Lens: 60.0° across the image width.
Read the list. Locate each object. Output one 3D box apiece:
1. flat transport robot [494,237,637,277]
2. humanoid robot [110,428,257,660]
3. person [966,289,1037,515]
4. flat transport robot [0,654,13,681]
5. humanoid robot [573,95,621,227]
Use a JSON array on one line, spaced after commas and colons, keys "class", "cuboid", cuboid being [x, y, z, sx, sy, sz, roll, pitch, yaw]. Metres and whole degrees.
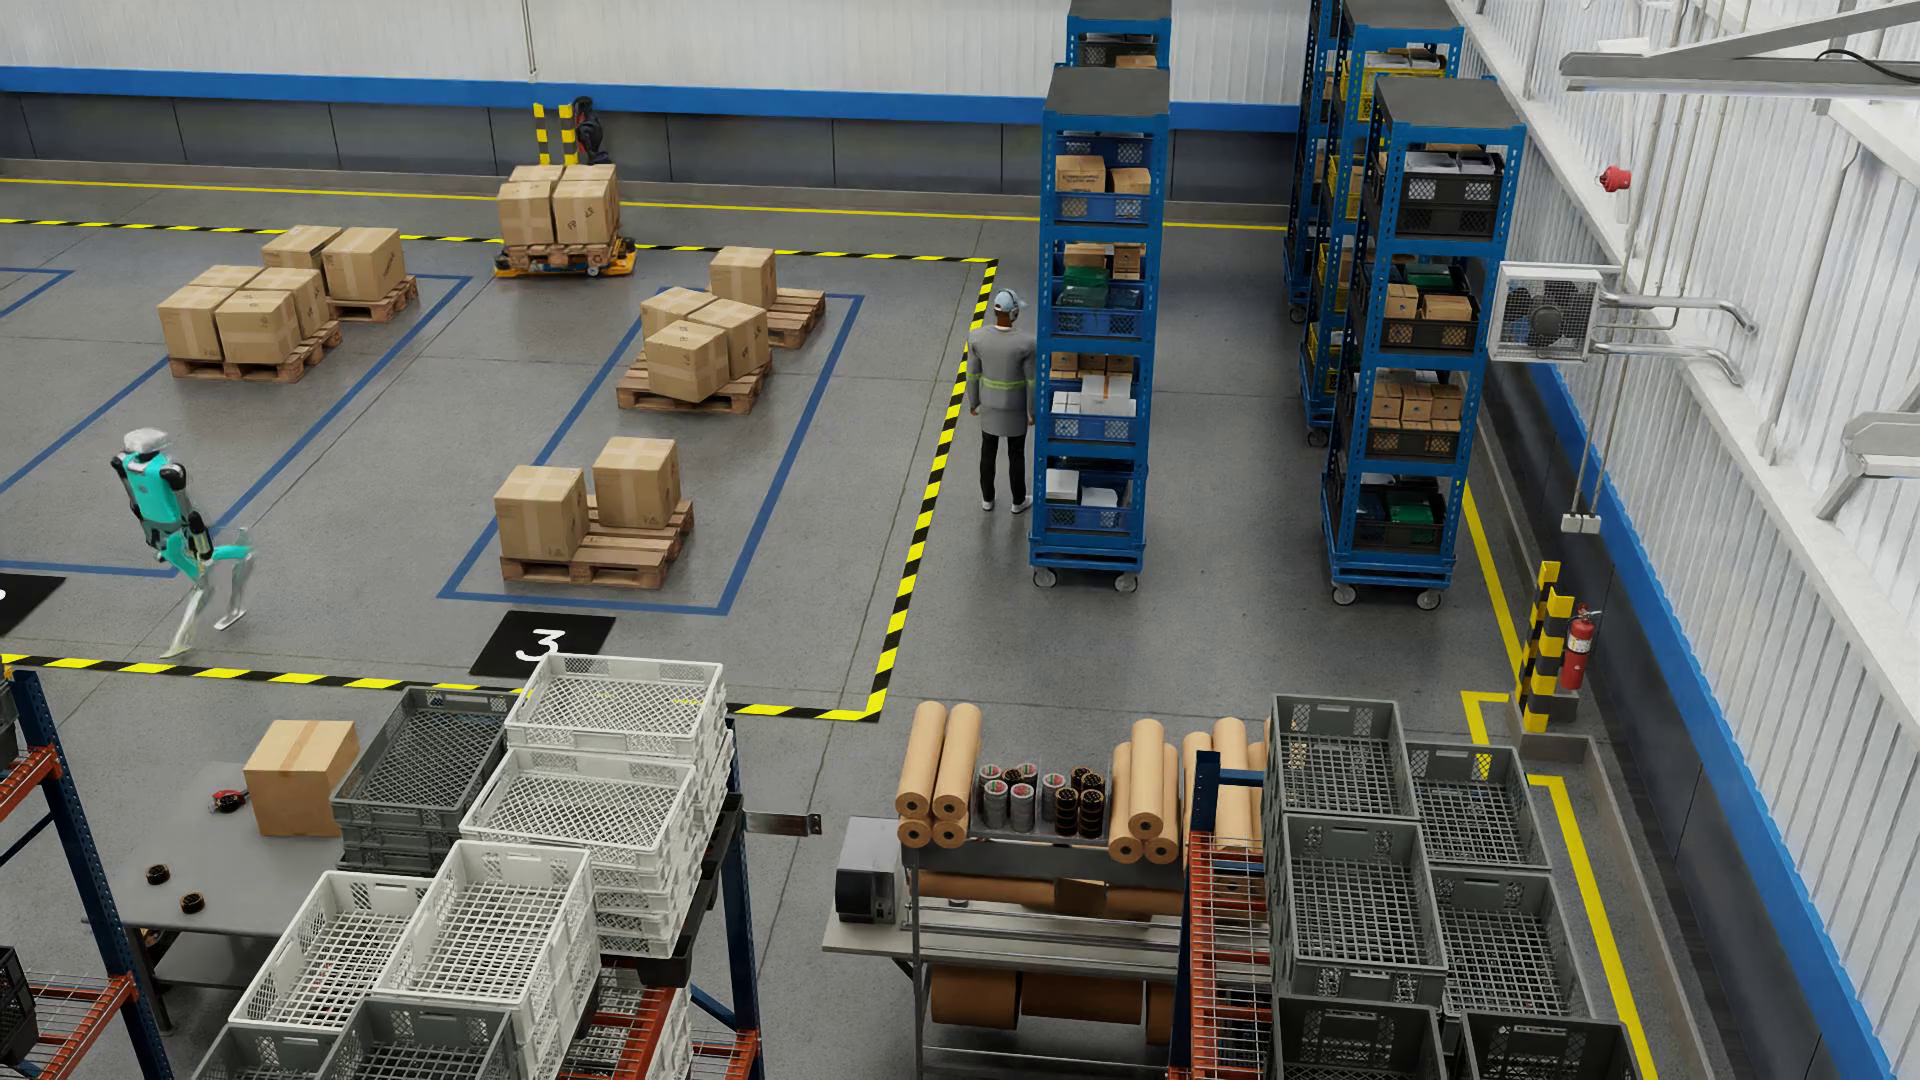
[{"class": "flat transport robot", "cuboid": [-4.237, -3.052, 17.889, 1.431, 0.197, 0.652, -2, 30, -3]}, {"class": "humanoid robot", "cuboid": [-5.183, -0.043, 11.266, 0.540, 1.728, 0.965, 10, 32, 17]}, {"class": "person", "cuboid": [0.345, -1.077, 12.954, 0.589, 1.848, 0.406, 9, 31, 15]}, {"class": "flat transport robot", "cuboid": [-7.142, 0.969, 11.010, 1.431, 0.231, 0.659, 3, 30, 6]}, {"class": "humanoid robot", "cuboid": [-3.979, -4.040, 18.219, 0.359, 1.642, 0.609, -2, 30, -4]}]
